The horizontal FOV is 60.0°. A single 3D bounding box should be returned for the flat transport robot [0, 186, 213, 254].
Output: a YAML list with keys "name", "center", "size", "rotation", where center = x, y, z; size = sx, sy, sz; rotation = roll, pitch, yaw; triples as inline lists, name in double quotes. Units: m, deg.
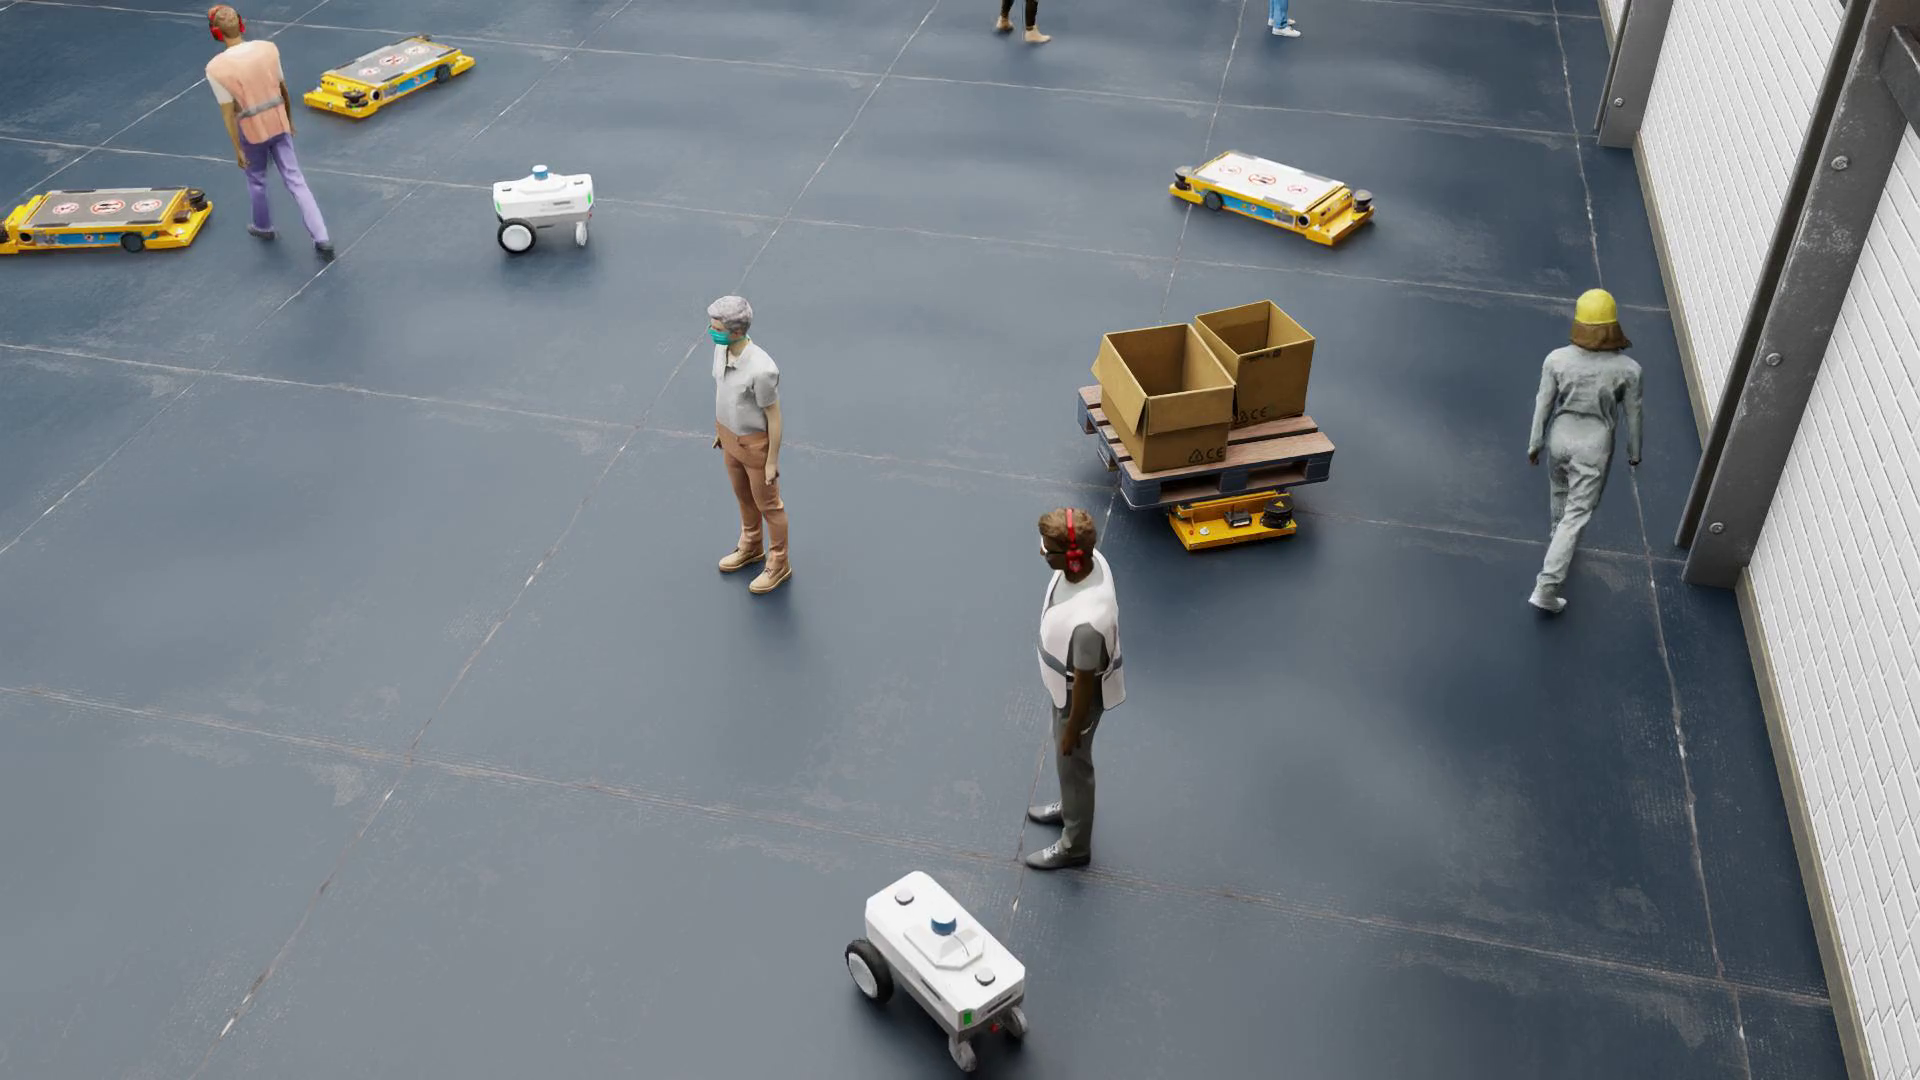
- name: "flat transport robot"
  center: [-6.411, -2.382, 12.406]
  size: [1.431, 0.231, 0.659]
  rotation: [-3, 37, -3]

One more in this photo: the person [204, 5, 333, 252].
- name: "person"
  center: [-4.957, -2.900, 11.826]
  size: [0.909, 1.796, 0.590]
  rotation: [26, 44, 30]

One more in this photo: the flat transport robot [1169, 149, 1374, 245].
- name: "flat transport robot"
  center: [2.386, -2.647, 12.760]
  size: [1.431, 0.231, 0.659]
  rotation: [26, 44, 30]

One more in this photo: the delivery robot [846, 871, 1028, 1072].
- name: "delivery robot"
  center: [-0.069, 1.696, 6.706]
  size: [0.499, 0.590, 0.793]
  rotation: [-26, 44, -30]

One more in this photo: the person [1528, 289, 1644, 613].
- name: "person"
  center: [3.228, -0.474, 8.667]
  size: [0.565, 1.681, 0.884]
  rotation: [22, 42, 27]

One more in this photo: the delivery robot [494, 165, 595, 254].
- name: "delivery robot"
  center: [-3.093, -2.449, 12.273]
  size: [0.785, 0.614, 0.523]
  rotation: [-8, 38, -11]

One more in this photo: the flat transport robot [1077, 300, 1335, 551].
- name: "flat transport robot"
  center: [1.396, -0.455, 9.828]
  size: [0.659, 0.231, 1.431]
  rotation: [-9, 38, -12]

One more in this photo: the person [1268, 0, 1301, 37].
- name: "person"
  center: [3.070, -5.598, 15.491]
  size: [0.364, 1.729, 0.485]
  rotation: [1, 37, 2]

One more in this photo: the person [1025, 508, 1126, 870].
- name: "person"
  center: [0.493, 0.634, 7.067]
  size: [0.406, 1.834, 0.562]
  rotation: [-1, 37, -1]

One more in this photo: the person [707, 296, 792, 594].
- name: "person"
  center: [-1.104, -0.504, 8.659]
  size: [0.301, 1.743, 0.494]
  rotation: [-29, 45, -33]

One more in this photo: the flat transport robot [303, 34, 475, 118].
- name: "flat transport robot"
  center: [-5.044, -4.114, 14.724]
  size: [0.659, 0.231, 1.431]
  rotation: [19, 41, 23]

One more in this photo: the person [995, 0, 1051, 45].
- name: "person"
  center: [0.596, -5.443, 15.329]
  size: [0.347, 1.670, 0.586]
  rotation: [-19, 41, -24]
